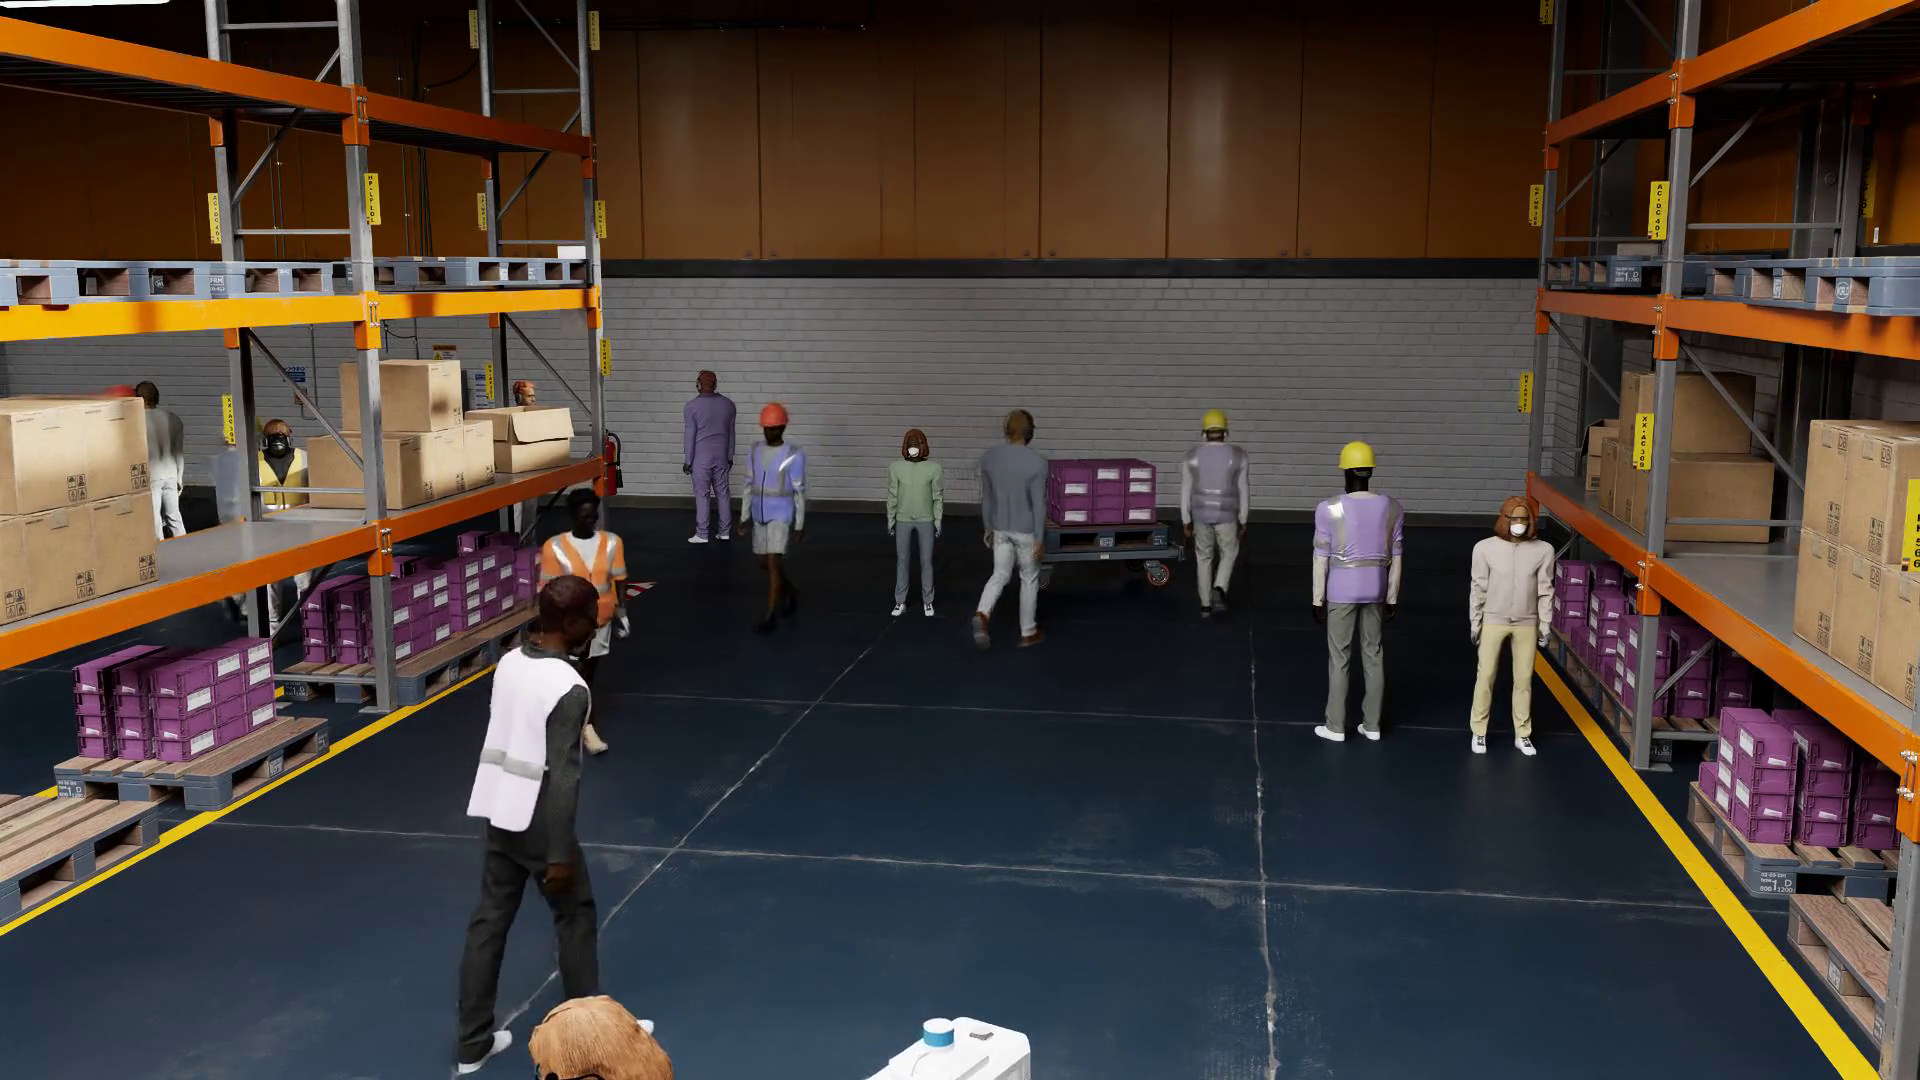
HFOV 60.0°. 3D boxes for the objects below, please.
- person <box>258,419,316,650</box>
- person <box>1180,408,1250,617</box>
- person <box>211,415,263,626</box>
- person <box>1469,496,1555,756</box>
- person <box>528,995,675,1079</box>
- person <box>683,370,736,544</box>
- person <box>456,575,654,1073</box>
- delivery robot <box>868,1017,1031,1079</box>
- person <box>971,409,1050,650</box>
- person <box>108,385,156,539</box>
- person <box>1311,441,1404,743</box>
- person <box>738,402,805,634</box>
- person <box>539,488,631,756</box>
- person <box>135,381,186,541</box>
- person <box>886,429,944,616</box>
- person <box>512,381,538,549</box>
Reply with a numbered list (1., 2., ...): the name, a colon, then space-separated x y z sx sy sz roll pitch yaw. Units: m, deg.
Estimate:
1. person: -5.339 -0.043 13.155 0.629 1.836 0.429 -4 10 -23
2. person: 2.175 -0.218 14.246 0.598 1.822 0.542 3 10 17
3. person: -6.010 -0.148 13.884 0.618 1.807 0.580 4 10 23
4. person: 3.396 0.530 10.268 0.497 1.626 0.287 1 9 8
5. person: -0.676 1.669 3.242 0.299 1.622 0.504 -2 9 -14
6. person: -2.767 -0.909 18.268 0.643 1.908 0.409 -8 12 -40
7. person: -1.579 1.067 6.239 0.710 1.879 0.597 -9 13 -43
8. delivery robot: -0.069 1.803 5.408 0.477 0.478 0.707 6 11 32
9. person: 0.403 -0.065 13.036 0.637 1.921 0.804 6 11 33
10. person: -7.519 -0.418 15.082 0.642 1.958 0.859 7 12 38
11. person: 2.511 0.332 10.590 0.588 1.919 0.401 -2 9 -10
12. person: -1.549 -0.217 13.995 0.563 1.911 0.876 5 11 29
13. person: -2.352 0.484 10.459 0.542 1.650 0.873 -6 11 -33
14. person: -7.745 -0.556 15.995 0.375 1.939 0.628 5 10 26
15. person: -0.390 -0.149 14.422 0.500 1.633 0.285 1 9 4
16. person: -4.456 -0.688 16.995 0.351 1.880 0.576 4 10 21
